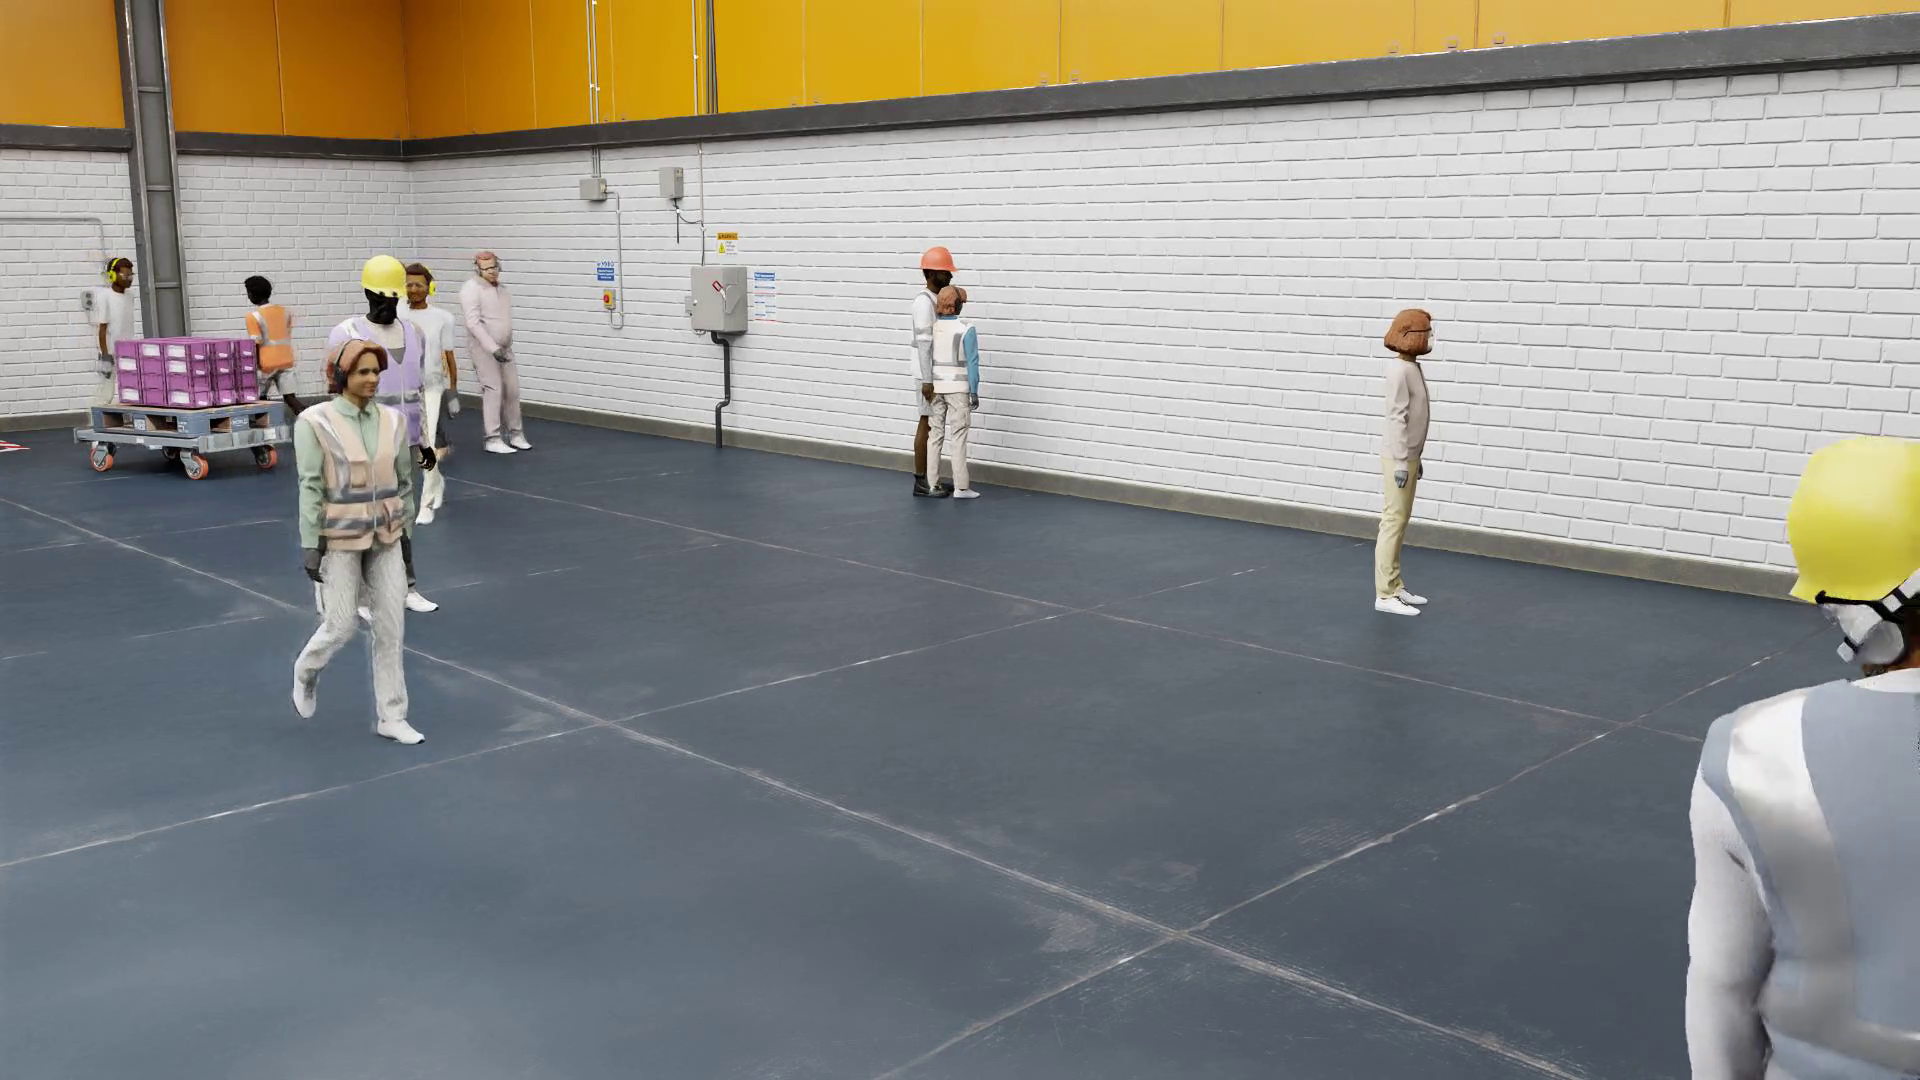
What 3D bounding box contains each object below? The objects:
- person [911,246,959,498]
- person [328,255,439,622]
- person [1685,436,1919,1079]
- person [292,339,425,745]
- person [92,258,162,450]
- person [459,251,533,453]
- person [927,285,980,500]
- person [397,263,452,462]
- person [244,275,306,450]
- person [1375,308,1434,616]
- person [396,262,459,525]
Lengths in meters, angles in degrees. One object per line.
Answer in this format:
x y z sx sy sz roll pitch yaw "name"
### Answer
-0.188 -1.299 12.910 0.373 1.934 0.551 2 11 10 "person"
-3.009 -0.530 8.771 0.391 1.915 0.591 6 12 31 "person"
1.219 0.772 2.049 0.654 1.778 0.416 5 12 27 "person"
-2.430 0.005 6.640 0.569 1.620 0.529 8 13 37 "person"
-7.849 -1.727 15.586 0.863 1.808 0.538 2 11 13 "person"
-4.283 -1.734 15.455 0.526 1.875 0.678 5 11 23 "person"
-0.078 -1.128 12.791 0.518 1.639 0.312 7 13 34 "person"
-4.828 -1.552 14.665 0.624 1.801 0.406 5 11 25 "person"
-6.344 -1.637 15.501 0.782 1.661 0.537 5 12 27 "person"
2.402 -0.425 8.965 0.285 1.636 0.500 4 11 23 "person"
-3.860 -1.072 11.952 0.516 1.839 0.895 0 10 2 "person"
